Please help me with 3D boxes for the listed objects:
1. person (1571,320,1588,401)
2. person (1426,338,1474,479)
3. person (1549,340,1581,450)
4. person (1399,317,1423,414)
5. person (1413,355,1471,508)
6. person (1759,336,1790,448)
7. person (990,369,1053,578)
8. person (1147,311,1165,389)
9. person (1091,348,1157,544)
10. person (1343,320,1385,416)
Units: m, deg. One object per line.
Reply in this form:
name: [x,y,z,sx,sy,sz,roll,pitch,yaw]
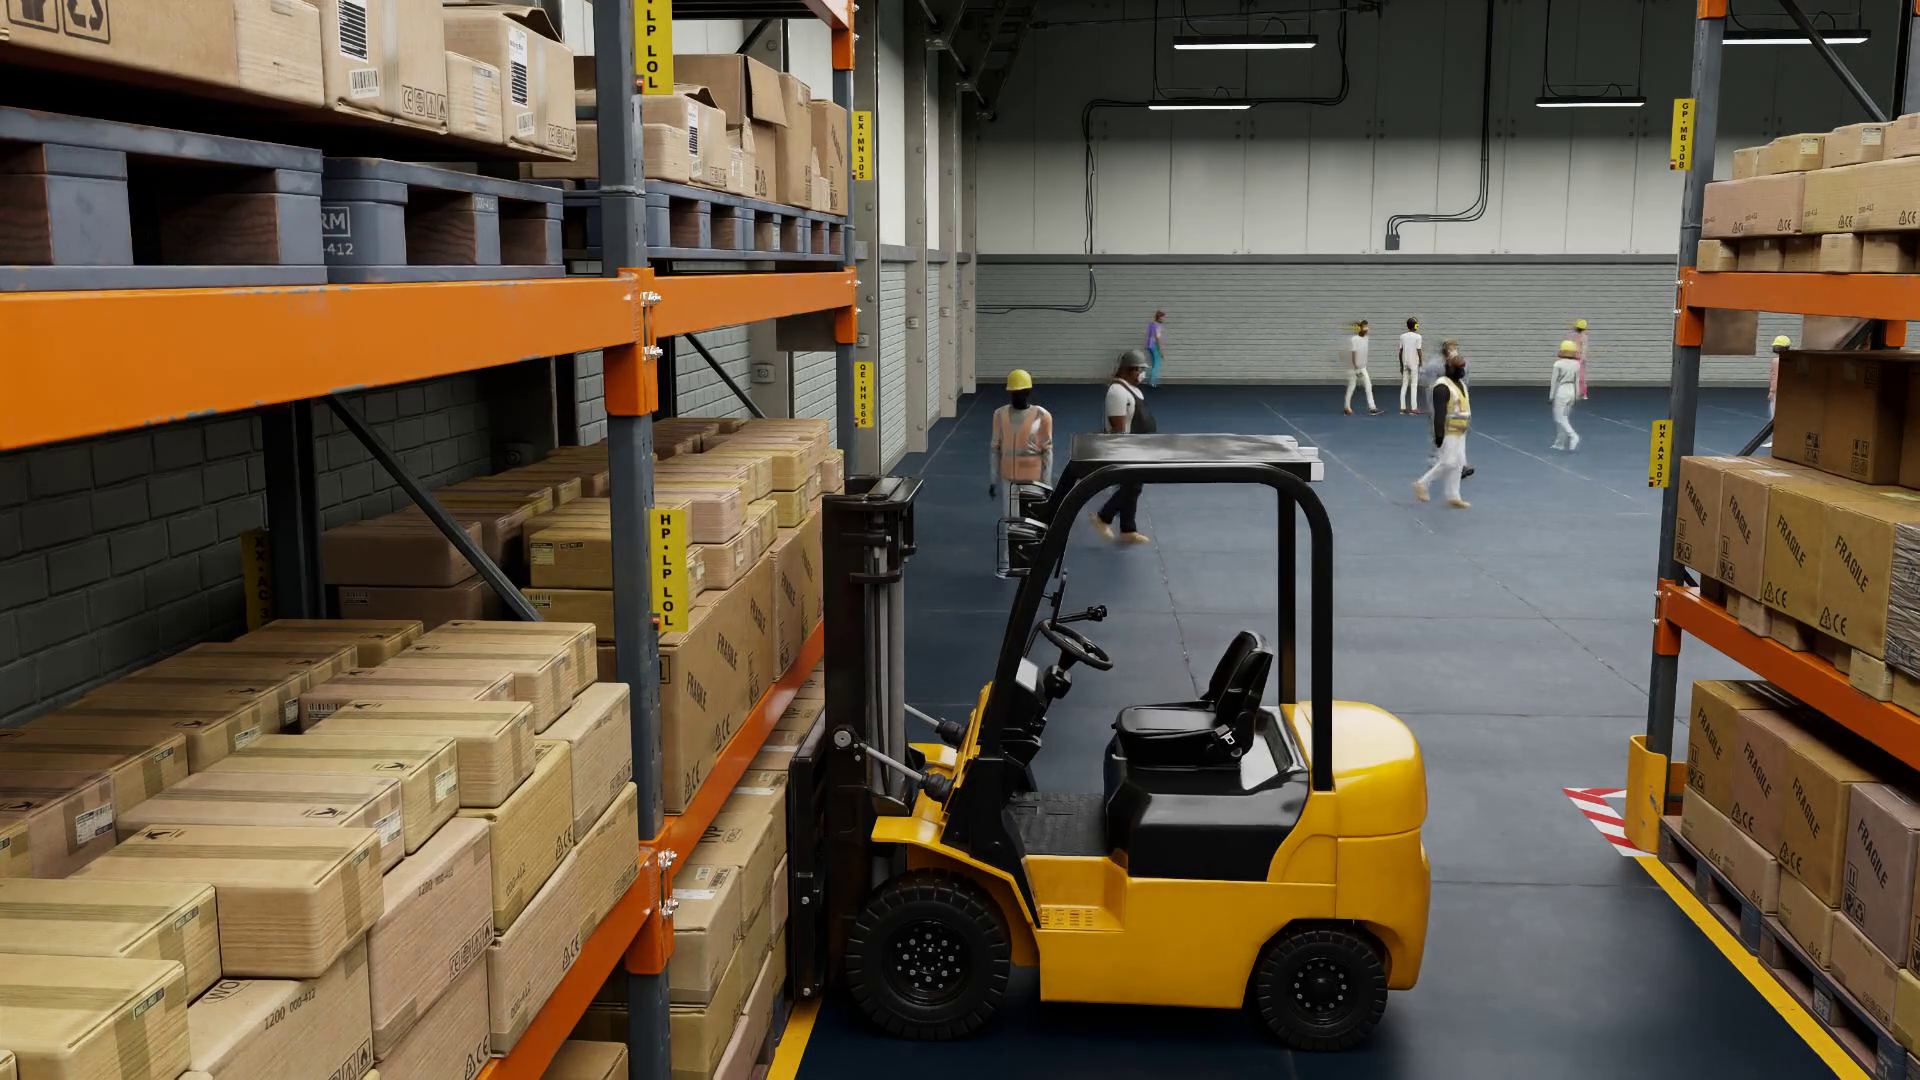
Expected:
person: [13.157,-3.832,35.450,0.325,1.722,0.641,-2,10,-10]
person: [6.599,-1.772,22.429,0.660,1.884,1.015,-2,10,-11]
person: [9.374,-2.219,25.659,0.492,1.728,0.686,-4,10,-20]
person: [8.727,-3.366,32.143,0.328,1.877,0.509,-9,13,-42]
person: [5.762,-1.282,19.676,0.564,1.826,0.628,8,12,39]
person: [12.899,-2.307,26.158,0.545,1.777,0.449,-7,12,-38]
person: [0.548,-0.598,15.211,0.594,1.926,0.376,5,10,27]
person: [4.567,-4.438,38.862,0.388,1.806,0.700,0,9,-2]
person: [1.739,-0.957,17.044,0.566,2.000,0.702,4,10,21]
person: [7.678,-3.258,31.632,0.518,1.830,0.932,-7,12,-36]
